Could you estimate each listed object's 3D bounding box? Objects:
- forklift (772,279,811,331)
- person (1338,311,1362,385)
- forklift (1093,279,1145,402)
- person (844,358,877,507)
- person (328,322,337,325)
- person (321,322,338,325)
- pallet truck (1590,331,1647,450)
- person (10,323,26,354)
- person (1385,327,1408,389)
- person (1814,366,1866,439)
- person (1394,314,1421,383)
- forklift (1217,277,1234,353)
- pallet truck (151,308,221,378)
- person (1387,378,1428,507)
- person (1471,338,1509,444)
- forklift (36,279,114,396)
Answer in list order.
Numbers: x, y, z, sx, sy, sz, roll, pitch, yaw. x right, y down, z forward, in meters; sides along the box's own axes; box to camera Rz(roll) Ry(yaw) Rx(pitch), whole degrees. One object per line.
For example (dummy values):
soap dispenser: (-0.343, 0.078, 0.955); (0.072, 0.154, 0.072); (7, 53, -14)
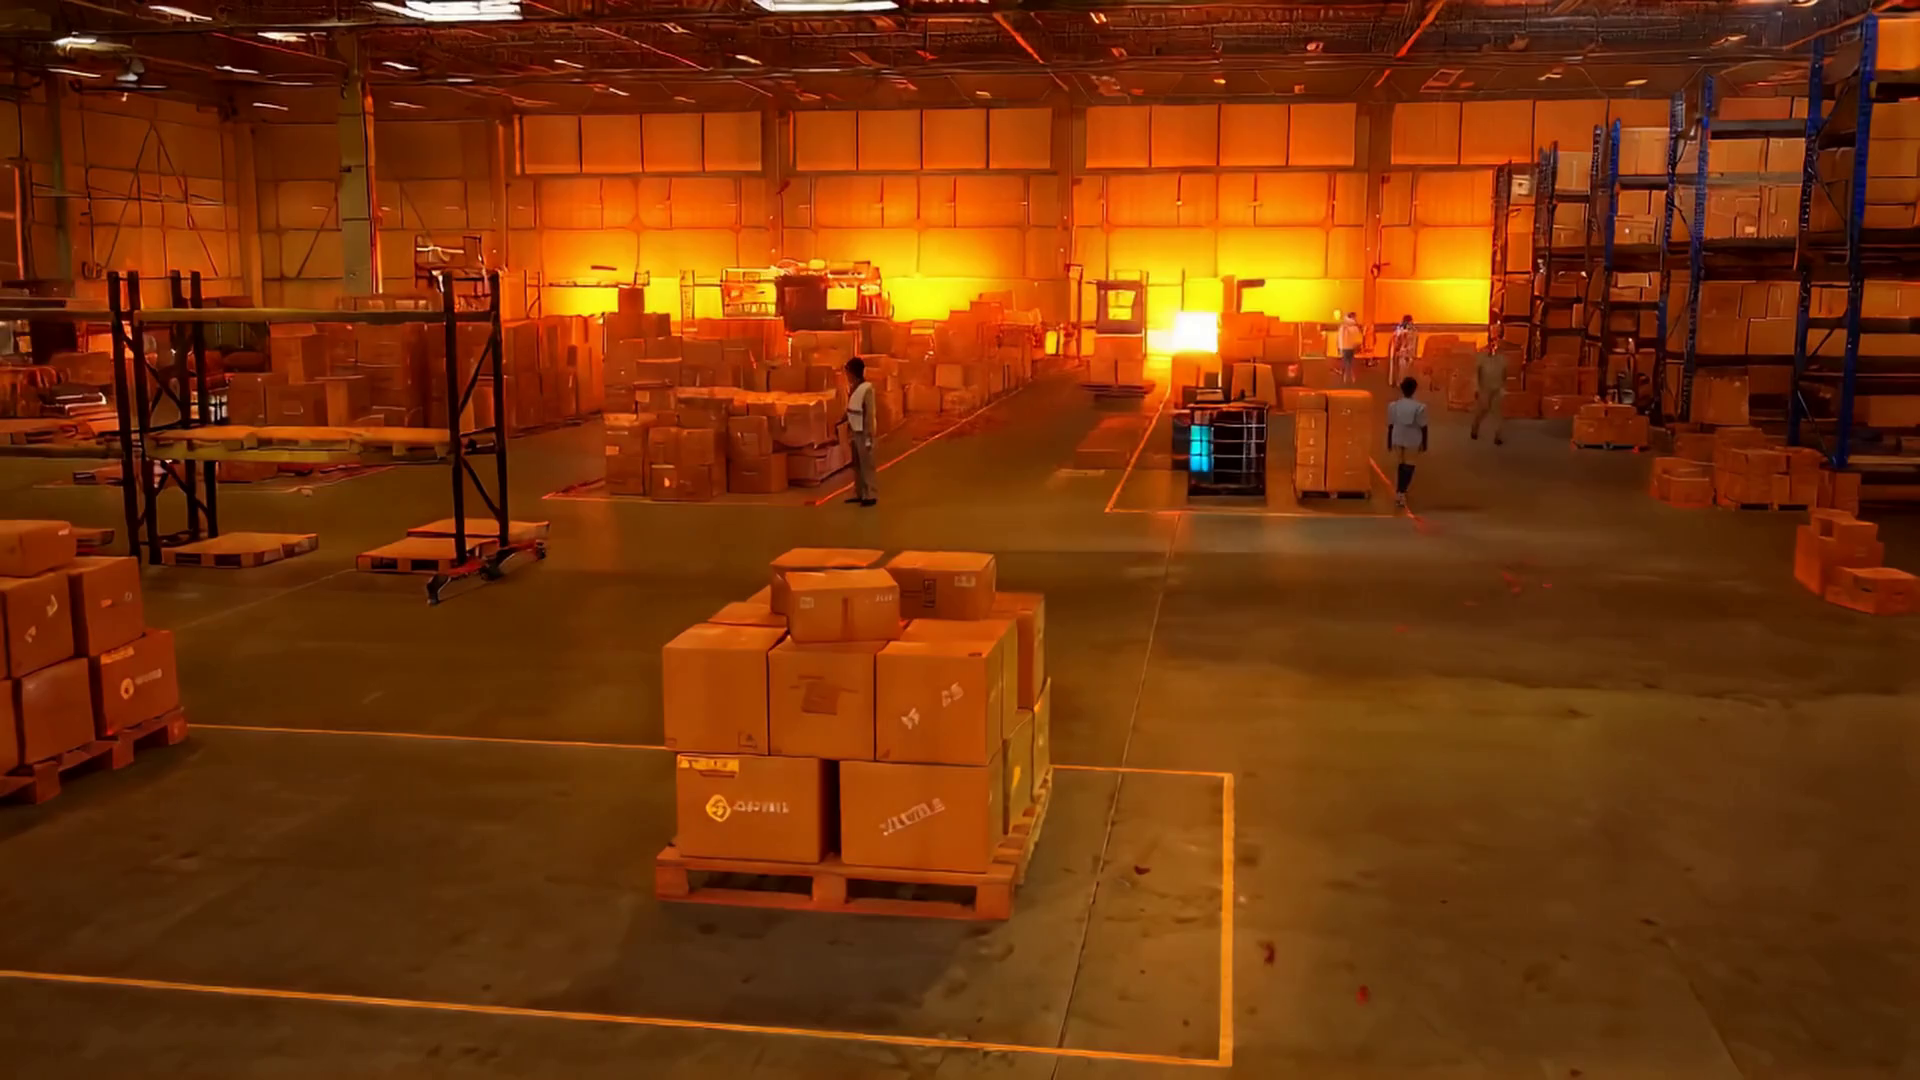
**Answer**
forklift: (-4.257, -5.229, 42.164); (1.129, 2.768, 1.873); (4, 10, 24)
person: (10.429, -5.099, 44.160); (0.796, 1.963, 0.665); (-6, 11, -34)
forklift: (3.745, -4.687, 38.824); (1.129, 2.768, 1.873); (1, 9, 8)
person: (-1.291, -1.388, 21.471); (0.396, 1.910, 0.589); (-6, 11, -31)
person: (-14.539, -4.177, 38.718); (0.651, 1.888, 0.867); (7, 12, 37)
person: (-17.234, -5.277, 45.540); (0.651, 1.878, 1.032); (-3, 10, -20)
pallet truck: (11.253, -2.573, 28.499); (0.823, 1.965, 1.885); (5, 10, 27)
person: (-26.067, -5.192, 45.904); (0.536, 1.593, 0.856); (-9, 13, -44)
person: (11.239, -4.682, 42.777); (0.568, 1.582, 0.865); (3, 10, 20)
person: (15.835, -2.766, 29.916); (0.928, 1.931, 0.604); (0, 9, 0)
person: (11.485, -4.830, 42.673); (0.662, 1.910, 0.829); (1, 9, 4)
forklift: (7.762, -6.236, 48.372); (1.873, 2.768, 1.129); (1, 9, 9)
pallet truck: (-21.869, -5.598, 47.154); (0.823, 1.965, 1.885); (4, 10, 26)
person: (5.738, -1.261, 21.441); (0.533, 1.668, 0.814); (8, 12, 40)
person: (9.345, -2.651, 29.397); (0.644, 1.870, 0.962); (0, 9, 2)
forklift: (-21.241, -4.763, 39.288); (1.873, 2.768, 1.129); (1, 9, 9)
